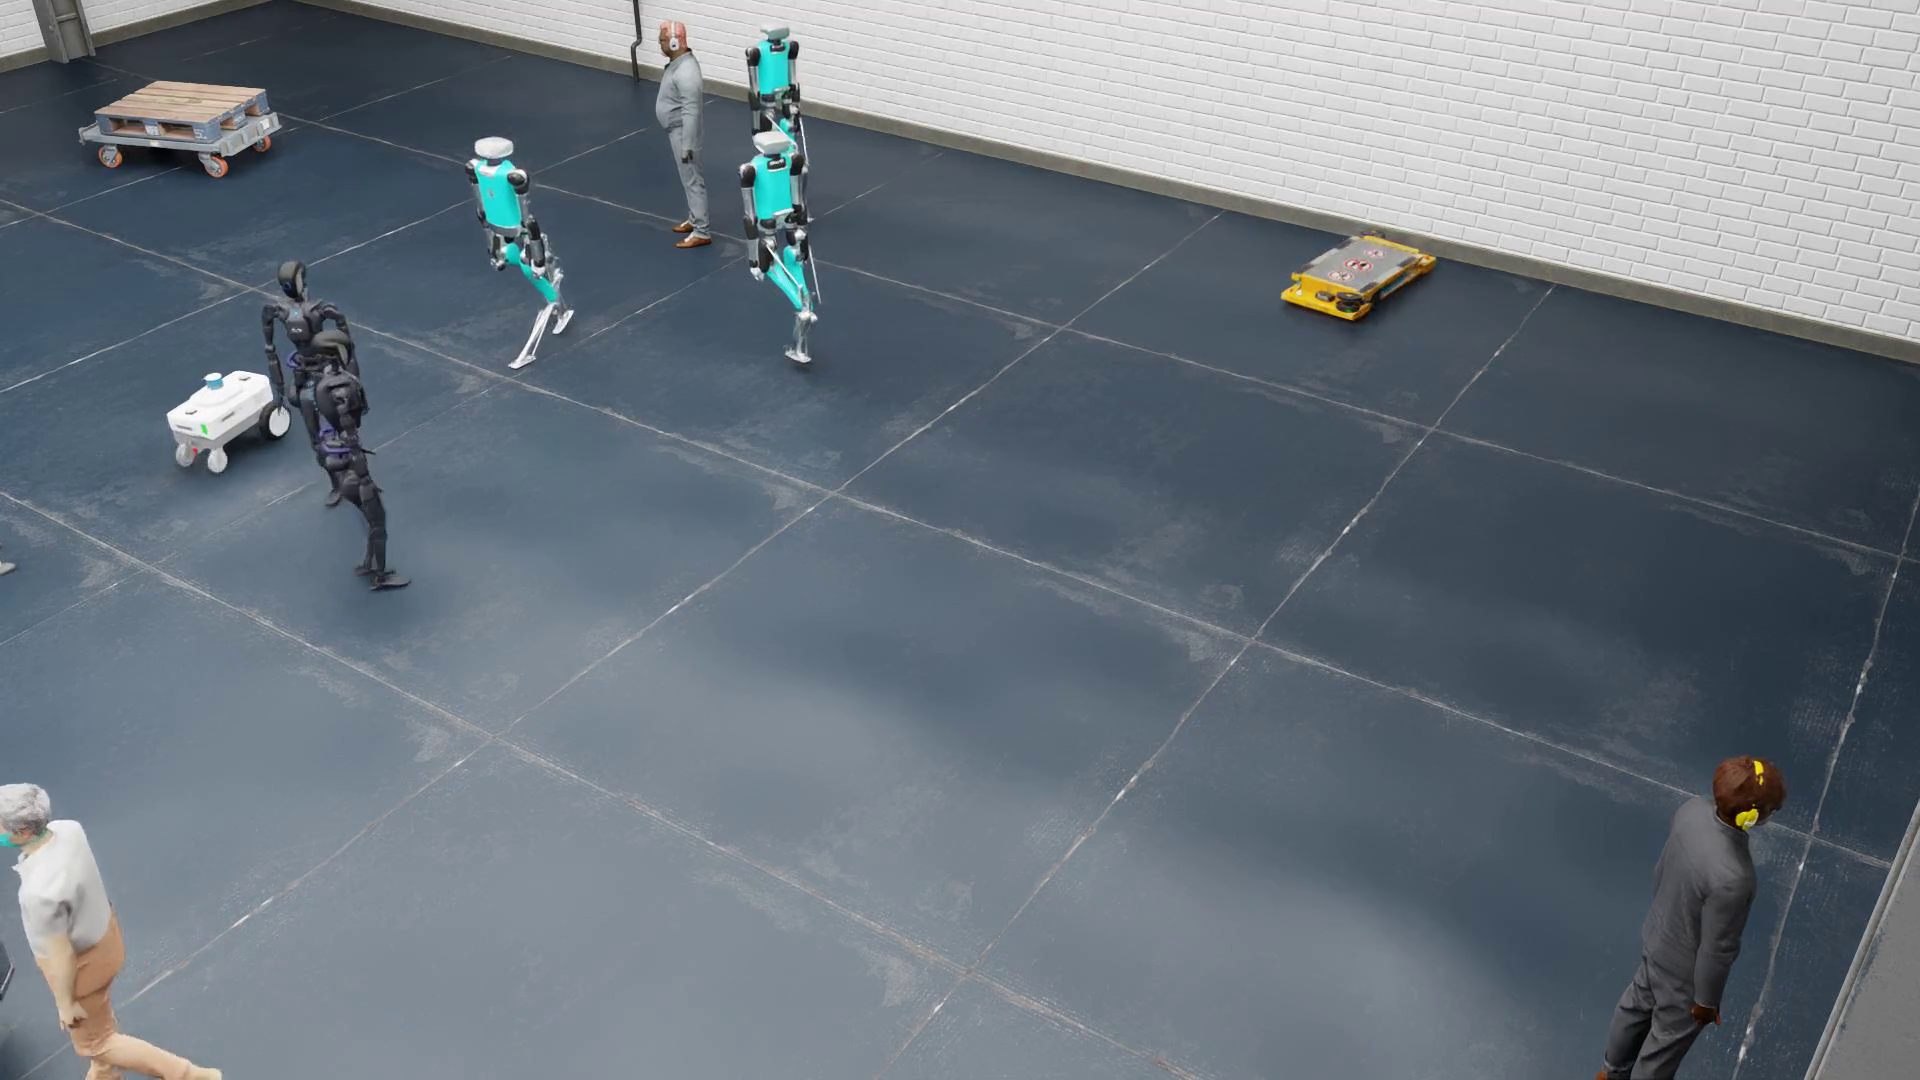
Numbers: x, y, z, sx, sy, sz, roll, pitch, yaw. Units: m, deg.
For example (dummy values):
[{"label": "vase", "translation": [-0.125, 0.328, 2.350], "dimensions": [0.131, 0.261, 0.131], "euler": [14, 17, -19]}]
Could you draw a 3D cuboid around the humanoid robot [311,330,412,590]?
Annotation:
[{"label": "humanoid robot", "translation": [-3.503, -0.457, 9.674], "dimensions": [0.364, 1.658, 0.613], "euler": [-15, 36, -22]}]

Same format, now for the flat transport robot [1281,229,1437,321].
[{"label": "flat transport robot", "translation": [3.291, -2.185, 13.657], "dimensions": [0.659, 0.231, 1.431], "euler": [24, 40, 33]}]

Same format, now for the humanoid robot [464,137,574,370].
[{"label": "humanoid robot", "translation": [-3.143, -2.216, 12.387], "dimensions": [0.530, 1.771, 1.002], "euler": [16, 36, 24]}]

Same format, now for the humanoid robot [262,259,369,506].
[{"label": "humanoid robot", "translation": [-4.049, -0.985, 10.486], "dimensions": [0.586, 1.650, 0.331], "euler": [-2, 33, -3]}]

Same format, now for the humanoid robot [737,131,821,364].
[{"label": "humanoid robot", "translation": [-1.208, -2.018, 12.064], "dimensions": [0.544, 1.795, 0.854], "euler": [-26, 41, -34]}]

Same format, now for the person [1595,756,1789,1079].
[{"label": "person", "translation": [2.773, 1.570, 6.328], "dimensions": [0.342, 1.873, 0.504], "euler": [1, 33, 1]}]

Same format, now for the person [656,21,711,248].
[{"label": "person", "translation": [-2.349, -3.430, 14.080], "dimensions": [0.410, 1.906, 0.653], "euler": [-6, 33, -10]}]

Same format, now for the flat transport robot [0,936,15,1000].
[{"label": "flat transport robot", "translation": [-4.587, 2.260, 6.740], "dimensions": [0.659, 0.231, 1.431], "euler": [-5, 33, -7]}]

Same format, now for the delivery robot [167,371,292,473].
[{"label": "delivery robot", "translation": [-4.994, -0.855, 11.341], "dimensions": [0.499, 0.614, 0.791], "euler": [11, 34, 17]}]

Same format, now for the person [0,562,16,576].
[{"label": "person", "translation": [-6.045, -0.586, 9.725], "dimensions": [0.412, 1.835, 0.566], "euler": [-24, 40, -32]}]

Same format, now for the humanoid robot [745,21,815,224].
[{"label": "humanoid robot", "translation": [-1.464, -3.572, 14.506], "dimensions": [0.554, 1.779, 1.007], "euler": [-27, 41, -35]}]

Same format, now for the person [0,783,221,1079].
[{"label": "person", "translation": [-3.370, 1.601, 6.414], "dimensions": [0.651, 1.733, 0.501], "euler": [-8, 34, -12]}]
